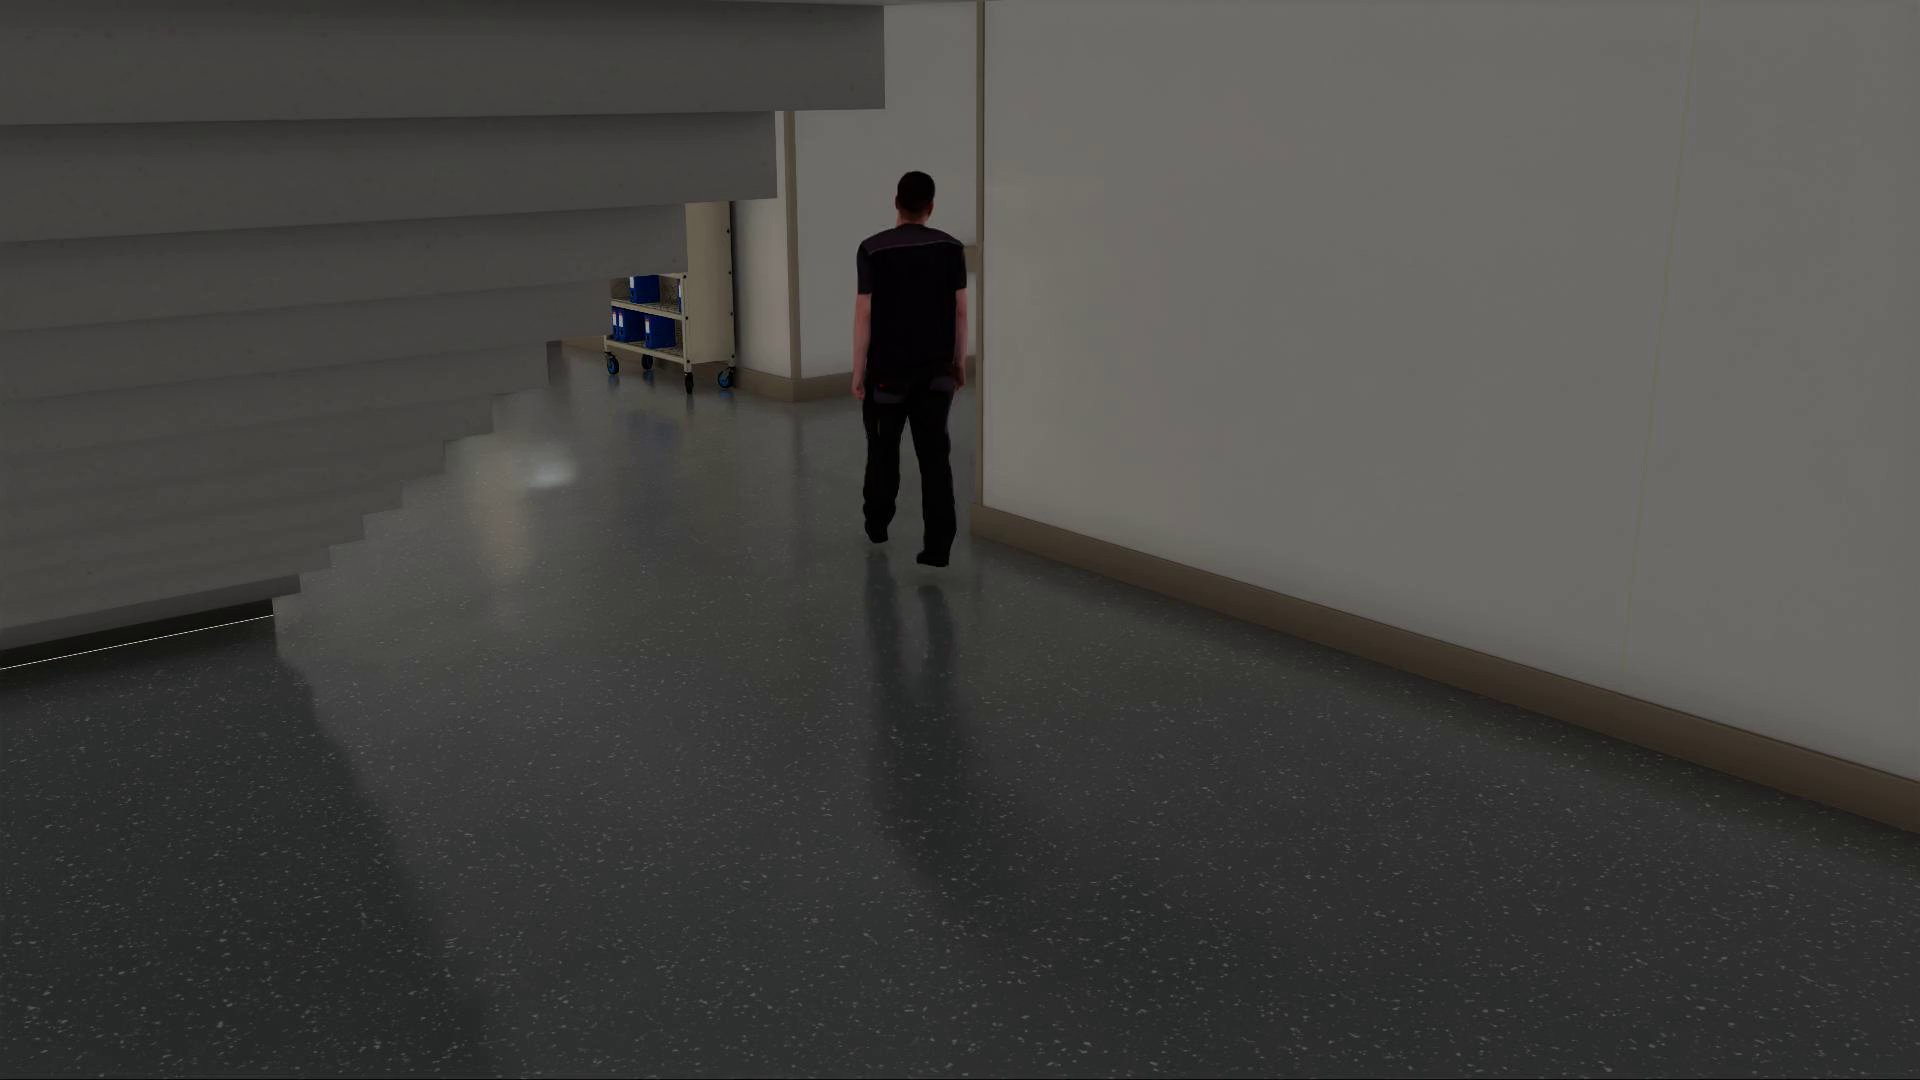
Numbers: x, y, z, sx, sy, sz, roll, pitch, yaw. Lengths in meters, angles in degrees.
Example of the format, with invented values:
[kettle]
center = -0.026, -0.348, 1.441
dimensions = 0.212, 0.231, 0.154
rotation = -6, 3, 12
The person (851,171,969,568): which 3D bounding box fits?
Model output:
[person]
center = -0.195, -0.734, 7.659
dimensions = 1.080, 1.798, 1.330
rotation = -5, 16, -16
